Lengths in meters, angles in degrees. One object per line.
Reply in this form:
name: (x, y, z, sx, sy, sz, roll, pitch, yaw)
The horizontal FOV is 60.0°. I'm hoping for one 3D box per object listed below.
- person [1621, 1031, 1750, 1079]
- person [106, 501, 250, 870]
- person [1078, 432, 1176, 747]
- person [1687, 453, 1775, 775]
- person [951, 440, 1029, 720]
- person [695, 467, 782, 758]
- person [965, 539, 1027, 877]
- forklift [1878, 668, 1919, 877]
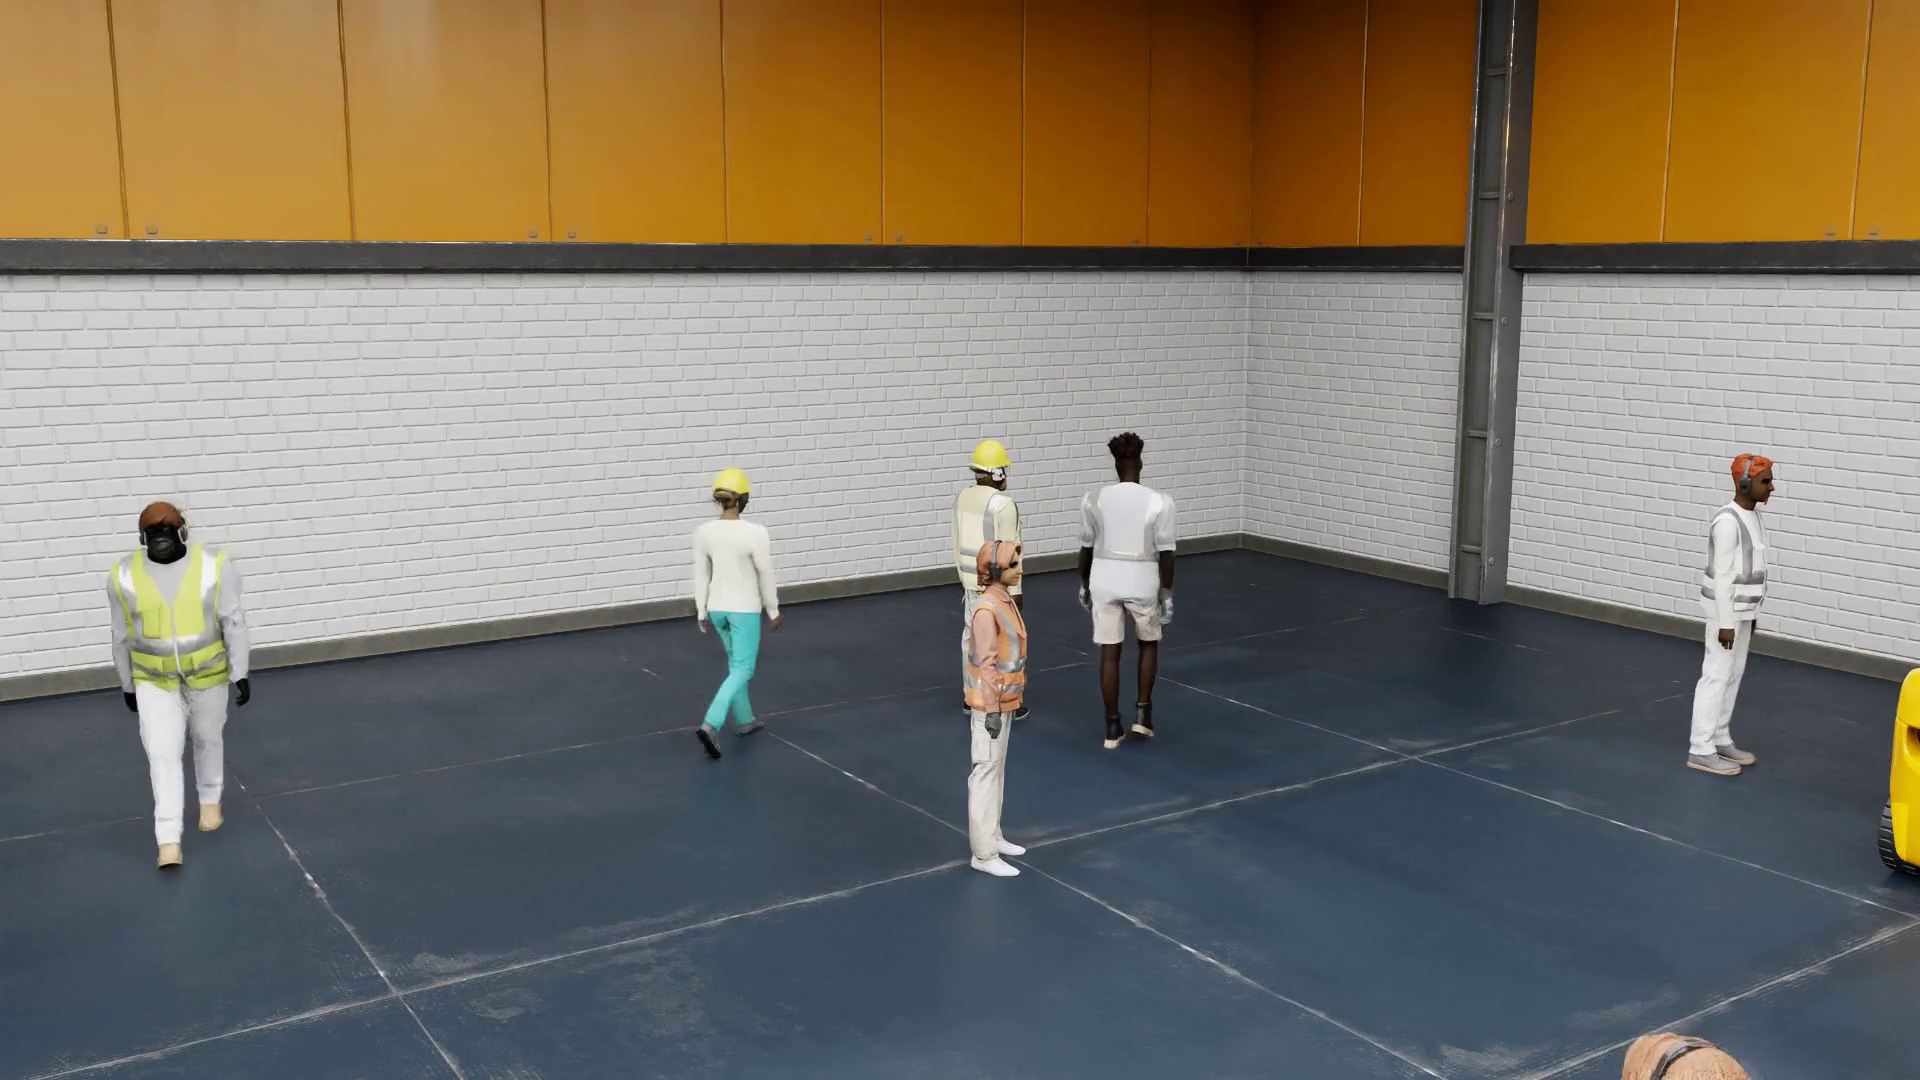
person: (1.232, 1.672, 3.015, 0.532, 1.616, 0.625, -5, 11, -29)
person: (-3.937, 0.689, 8.418, 0.635, 1.798, 0.963, -4, 10, -22)
person: (1.032, 0.299, 10.319, 0.615, 1.932, 0.566, 2, 10, 12)
person: (4.528, 0.428, 9.740, 0.344, 1.877, 0.568, 8, 12, 40)
person: (0.207, 0.264, 10.835, 0.404, 1.836, 0.590, -8, 12, -40)
person: (-1.409, 0.425, 10.166, 0.525, 1.735, 0.809, 5, 11, 30)
person: (0.178, 0.806, 8.150, 0.311, 1.642, 0.514, 2, 10, 9)
forklift: (5.511, 0.571, 7.906, 2.313, 2.155, 1.214, -6, 11, -33)
